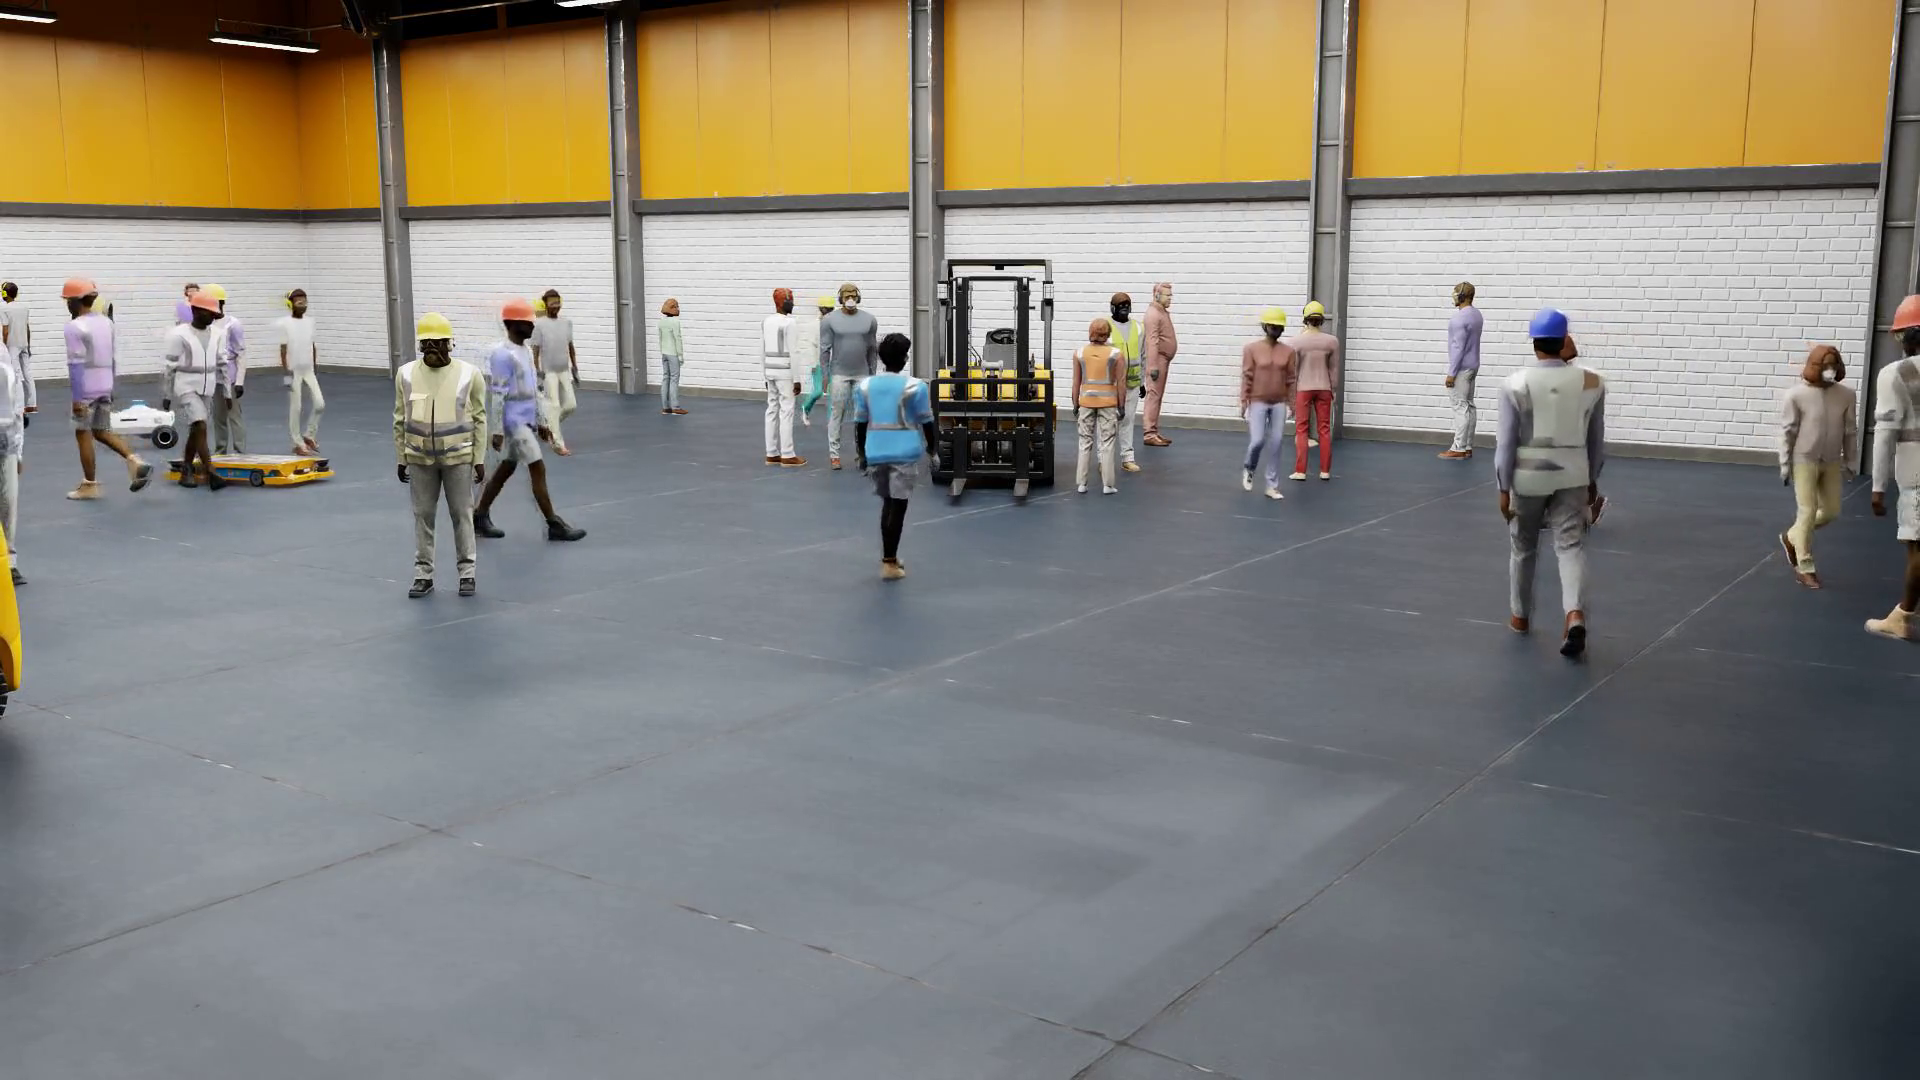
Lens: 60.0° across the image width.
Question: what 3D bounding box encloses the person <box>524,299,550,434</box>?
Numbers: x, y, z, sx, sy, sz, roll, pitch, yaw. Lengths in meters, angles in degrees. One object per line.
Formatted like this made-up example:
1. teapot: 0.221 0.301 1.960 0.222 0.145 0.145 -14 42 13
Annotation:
1. person: -5.169 -2.114 20.462 0.812 1.707 0.499 7 12 36

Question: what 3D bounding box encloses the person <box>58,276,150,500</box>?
1. person: -7.754 -1.350 14.937 0.665 2.030 0.622 2 10 9

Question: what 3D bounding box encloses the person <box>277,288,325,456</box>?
1. person: -7.299 -1.840 18.403 0.431 1.848 0.501 7 12 35

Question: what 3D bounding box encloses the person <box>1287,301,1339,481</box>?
1. person: 3.457 -1.459 16.370 0.532 1.767 0.328 -1 10 -8

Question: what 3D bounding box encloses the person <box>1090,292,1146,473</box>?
1. person: 1.631 -1.602 16.997 0.627 1.844 0.429 -4 10 -20

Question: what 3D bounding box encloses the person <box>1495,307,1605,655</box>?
1. person: 3.297 -0.336 9.275 0.617 1.916 0.924 1 10 7

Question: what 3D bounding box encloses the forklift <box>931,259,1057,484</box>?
1. forklift: 0.370 -1.738 16.759 1.214 2.155 2.313 1 10 3

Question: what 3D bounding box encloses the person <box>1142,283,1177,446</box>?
1. person: 2.349 -2.057 19.521 0.400 1.905 0.644 3 10 15

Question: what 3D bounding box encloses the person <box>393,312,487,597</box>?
1. person: -3.349 -0.543 10.716 0.586 1.833 0.403 -1 10 -6

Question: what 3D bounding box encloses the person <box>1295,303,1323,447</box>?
1. person: 4.061 -1.920 19.350 0.318 1.690 0.517 2 10 10

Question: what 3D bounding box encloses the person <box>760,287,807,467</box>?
1. person: -1.873 -1.710 17.512 0.346 1.882 0.578 -9 13 -42

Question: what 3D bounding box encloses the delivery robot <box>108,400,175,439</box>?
1. delivery robot: -9.443 -1.372 19.158 0.707 0.478 0.477 -5 11 -27

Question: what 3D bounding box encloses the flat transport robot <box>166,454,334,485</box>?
1. flat transport robot: -6.956 -0.700 16.295 1.431 0.197 0.652 3 10 16

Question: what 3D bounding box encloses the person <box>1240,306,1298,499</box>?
1. person: 2.806 -1.246 15.140 0.540 1.750 0.416 -2 10 -11

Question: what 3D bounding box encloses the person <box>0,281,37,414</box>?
1. person: -13.312 -2.698 23.433 0.331 1.874 0.519 3 10 15

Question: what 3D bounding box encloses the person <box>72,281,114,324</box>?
1. person: -14.119 -3.298 27.107 0.624 1.841 0.430 -8 12 -38

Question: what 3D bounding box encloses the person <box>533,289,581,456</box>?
1. person: -4.516 -1.872 18.551 0.547 1.855 0.584 -9 13 -43

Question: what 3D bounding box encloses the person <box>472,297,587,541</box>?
1. person: -3.426 -0.928 12.854 0.983 1.892 0.560 1 10 5

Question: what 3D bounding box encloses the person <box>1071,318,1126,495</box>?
1. person: 1.280 -1.230 15.406 0.521 1.633 0.313 4 10 20

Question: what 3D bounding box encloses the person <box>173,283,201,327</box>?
1. person: -11.766 -3.045 25.632 0.566 1.830 0.450 -8 12 -40

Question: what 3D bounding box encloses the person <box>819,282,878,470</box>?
1. person: -1.151 -1.700 17.292 0.635 1.937 0.352 -4 10 -20

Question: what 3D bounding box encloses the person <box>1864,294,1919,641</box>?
1. person: 5.371 -0.345 9.102 0.643 1.994 0.985 -1 10 -9

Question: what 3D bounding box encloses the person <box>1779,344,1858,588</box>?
1. person: 5.715 -0.512 11.179 0.519 1.614 0.571 -1 10 -6

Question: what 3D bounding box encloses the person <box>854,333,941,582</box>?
1. person: -0.405 -0.570 11.338 0.540 1.673 0.630 5 11 29

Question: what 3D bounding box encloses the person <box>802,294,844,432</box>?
1. person: -1.751 -2.248 21.123 0.529 1.746 0.614 -8 12 -38

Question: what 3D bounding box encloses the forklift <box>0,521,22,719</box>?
1. forklift: -5.296 -0.090 6.943 1.214 2.155 2.313 7 12 35

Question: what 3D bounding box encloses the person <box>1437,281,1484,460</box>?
1. person: 5.463 -1.839 18.121 0.372 1.940 0.631 7 12 35

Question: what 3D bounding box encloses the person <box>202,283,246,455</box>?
1. person: -7.614 -1.670 17.144 0.585 1.929 0.377 4 11 25

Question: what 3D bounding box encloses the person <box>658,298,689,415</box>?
1. person: -4.059 -2.583 23.459 0.283 1.633 0.497 -9 13 -42

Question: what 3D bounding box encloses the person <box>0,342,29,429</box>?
1. person: -8.153 -1.047 13.843 0.953 1.793 0.639 7 12 36

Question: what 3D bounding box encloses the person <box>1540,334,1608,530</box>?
1. person: 4.859 -0.867 13.324 0.680 1.613 0.508 1 10 6

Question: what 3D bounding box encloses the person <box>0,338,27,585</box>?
1. person: -6.551 -0.602 11.103 0.611 1.813 0.594 6 11 33

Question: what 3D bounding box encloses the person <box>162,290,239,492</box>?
1. person: -7.160 -1.401 15.662 0.985 1.874 0.572 6 11 31
